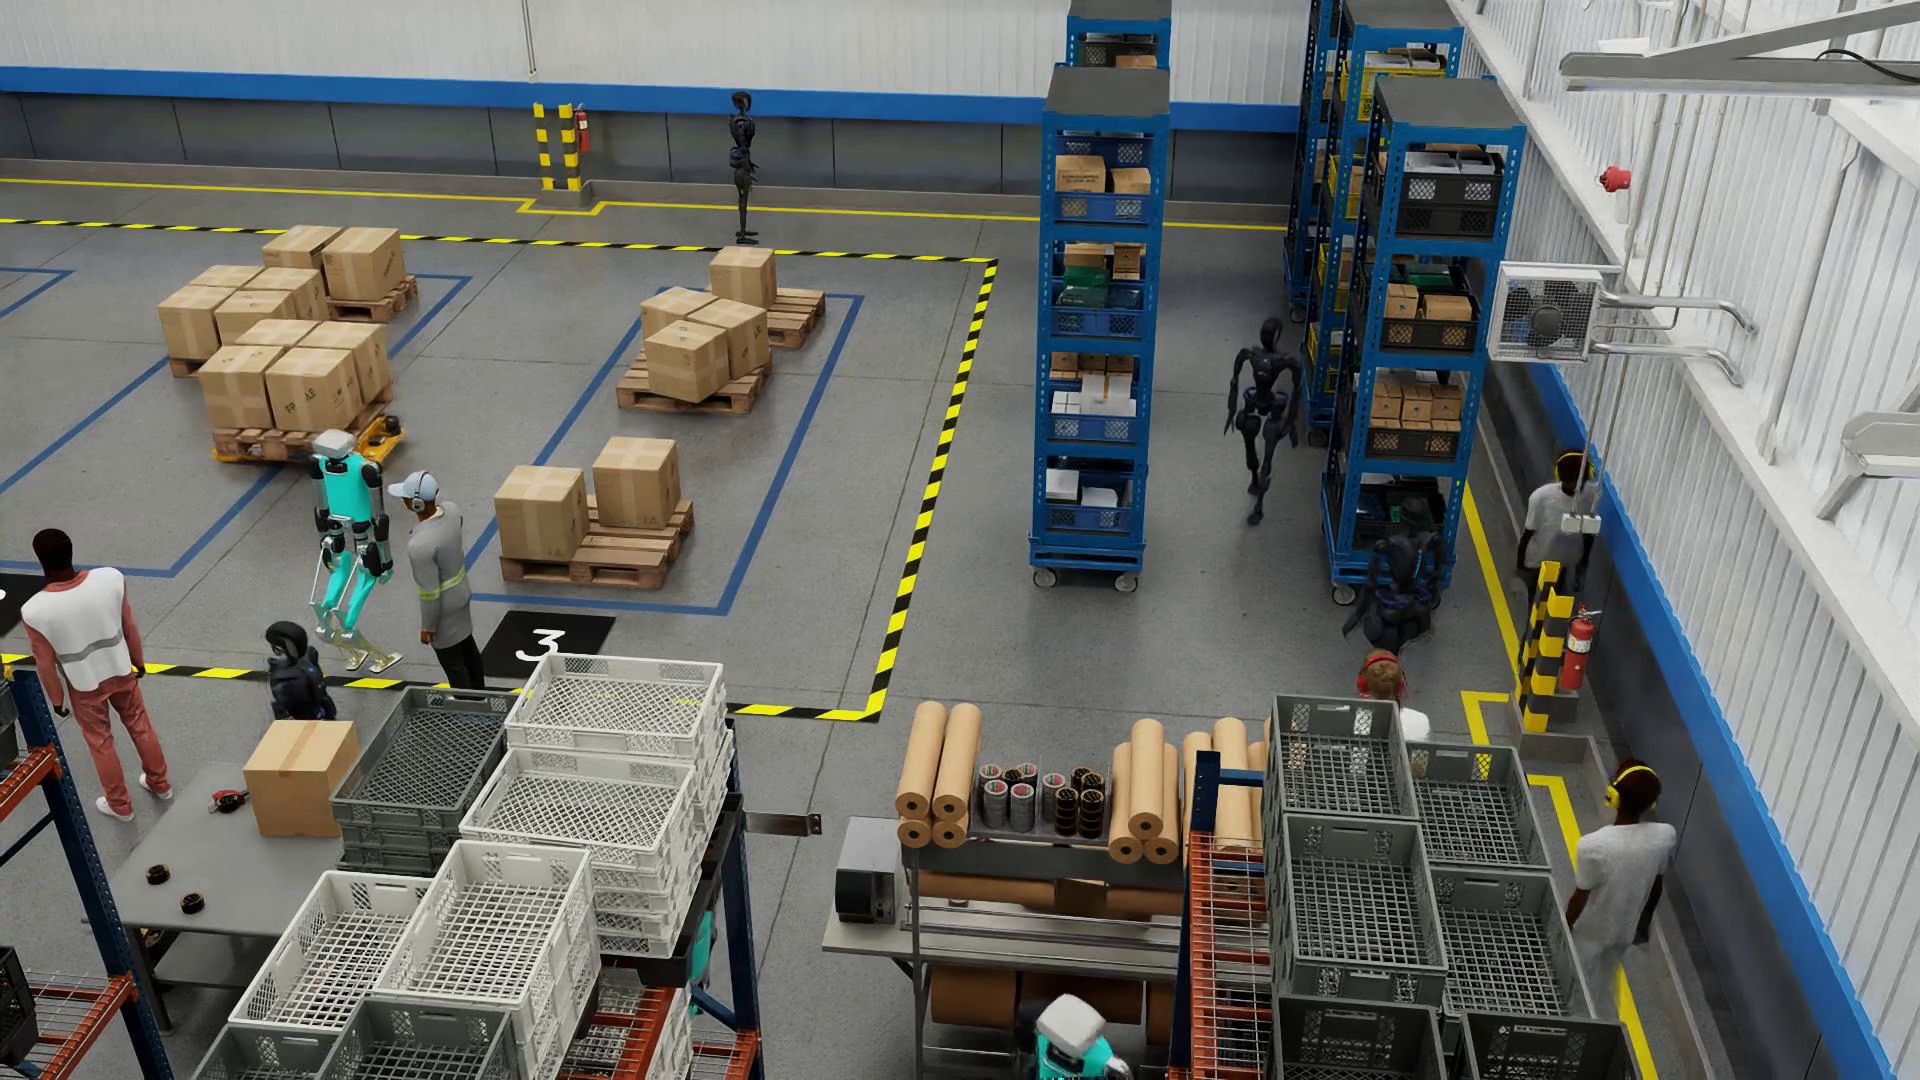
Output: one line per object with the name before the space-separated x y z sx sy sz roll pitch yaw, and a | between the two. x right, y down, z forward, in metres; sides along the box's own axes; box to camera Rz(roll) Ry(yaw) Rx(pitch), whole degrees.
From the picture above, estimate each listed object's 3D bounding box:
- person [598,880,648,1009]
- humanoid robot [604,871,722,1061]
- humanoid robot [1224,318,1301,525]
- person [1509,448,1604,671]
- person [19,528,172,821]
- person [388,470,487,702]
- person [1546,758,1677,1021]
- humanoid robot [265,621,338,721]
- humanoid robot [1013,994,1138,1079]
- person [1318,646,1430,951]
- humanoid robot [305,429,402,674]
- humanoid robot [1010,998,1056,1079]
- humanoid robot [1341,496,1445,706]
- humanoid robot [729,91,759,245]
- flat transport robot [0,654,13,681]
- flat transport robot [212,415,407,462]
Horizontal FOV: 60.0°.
person | -1.720 1.794 8.141 0.505 1.727 0.406 16 34 25
humanoid robot | -1.420 2.102 7.603 0.927 1.759 0.546 13 33 21
humanoid robot | 2.381 -0.979 12.998 0.603 1.630 0.768 13 33 21
person | 3.825 0.218 10.768 0.527 1.818 0.727 -7 31 -12
person | -5.025 0.791 9.690 0.392 1.911 0.580 24 38 35
person | -3.256 0.390 10.430 0.374 1.852 0.588 2 30 4
person | 3.069 1.845 7.928 0.531 1.874 0.355 -7 31 -12
humanoid robot | -3.671 1.155 9.341 0.778 1.634 0.608 1 30 2
humanoid robot | 0.306 2.664 6.666 0.549 1.821 0.699 20 36 30
person | 2.113 1.344 8.816 0.607 1.817 0.699 1 30 1
humanoid robot | -4.035 0.160 10.805 0.533 1.677 0.735 9 31 15
humanoid robot | 0.381 2.573 6.901 0.577 1.646 0.607 -13 33 -21
humanoid robot | 2.762 0.477 10.519 0.599 1.647 0.788 -9 31 -15
humanoid robot | -2.378 -4.124 18.341 0.315 1.657 0.599 -2 30 -4
flat transport robot | -7.142 0.969 11.010 1.431 0.231 0.659 3 30 6
flat transport robot | -5.537 -0.877 14.151 1.431 0.197 0.652 3 30 6
